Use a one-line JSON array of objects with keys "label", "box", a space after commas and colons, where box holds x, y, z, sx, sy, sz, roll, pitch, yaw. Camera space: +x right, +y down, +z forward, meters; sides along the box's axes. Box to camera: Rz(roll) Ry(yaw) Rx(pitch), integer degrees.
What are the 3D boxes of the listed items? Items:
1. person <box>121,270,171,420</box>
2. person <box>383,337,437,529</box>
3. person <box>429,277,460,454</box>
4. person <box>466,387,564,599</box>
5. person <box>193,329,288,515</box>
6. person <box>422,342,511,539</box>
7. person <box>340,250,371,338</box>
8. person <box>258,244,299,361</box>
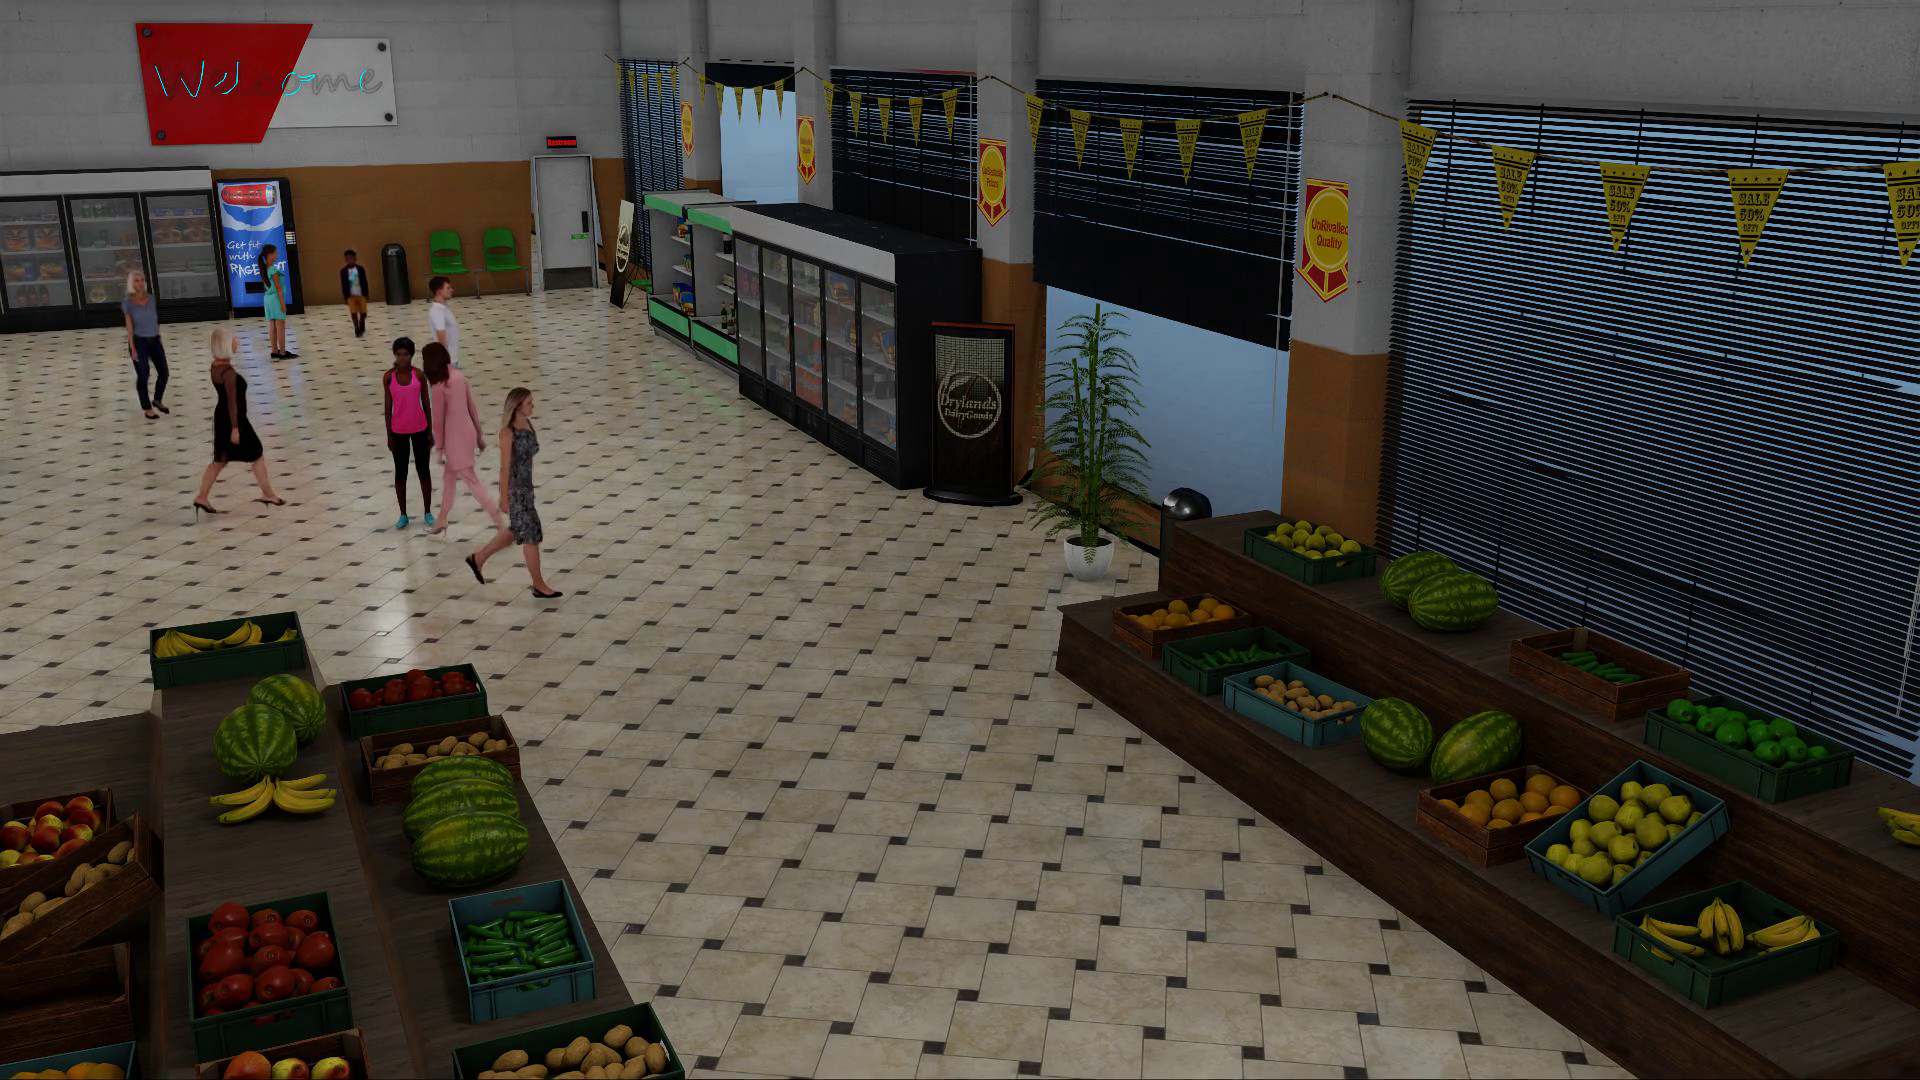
[{"label": "person", "box": [-9.418, -2.248, 19.119, 0.699, 1.714, 0.670, 12, 21, 35]}, {"label": "person", "box": [-4.928, -0.970, 14.890, 0.575, 1.725, 0.572, -6, 18, -18]}, {"label": "person", "box": [-5.462, -1.866, 17.619, 0.741, 1.855, 0.547, -5, 18, -17]}, {"label": "person", "box": [-3.534, -0.351, 12.950, 1.043, 1.669, 1.068, 4, 17, 12]}, {"label": "person", "box": [-6.703, -1.026, 15.107, 0.892, 1.707, 1.059, -15, 23, -41]}, {"label": "person", "box": [-4.205, -0.772, 14.220, 1.205, 1.737, 1.181, 6, 18, 19]}, {"label": "person", "box": [-8.887, -3.632, 24.460, 0.513, 1.260, 0.744, -8, 18, -24]}, {"label": "person", "box": [-9.352, -3.251, 22.692, 0.599, 1.558, 0.693, 13, 21, 38]}]
